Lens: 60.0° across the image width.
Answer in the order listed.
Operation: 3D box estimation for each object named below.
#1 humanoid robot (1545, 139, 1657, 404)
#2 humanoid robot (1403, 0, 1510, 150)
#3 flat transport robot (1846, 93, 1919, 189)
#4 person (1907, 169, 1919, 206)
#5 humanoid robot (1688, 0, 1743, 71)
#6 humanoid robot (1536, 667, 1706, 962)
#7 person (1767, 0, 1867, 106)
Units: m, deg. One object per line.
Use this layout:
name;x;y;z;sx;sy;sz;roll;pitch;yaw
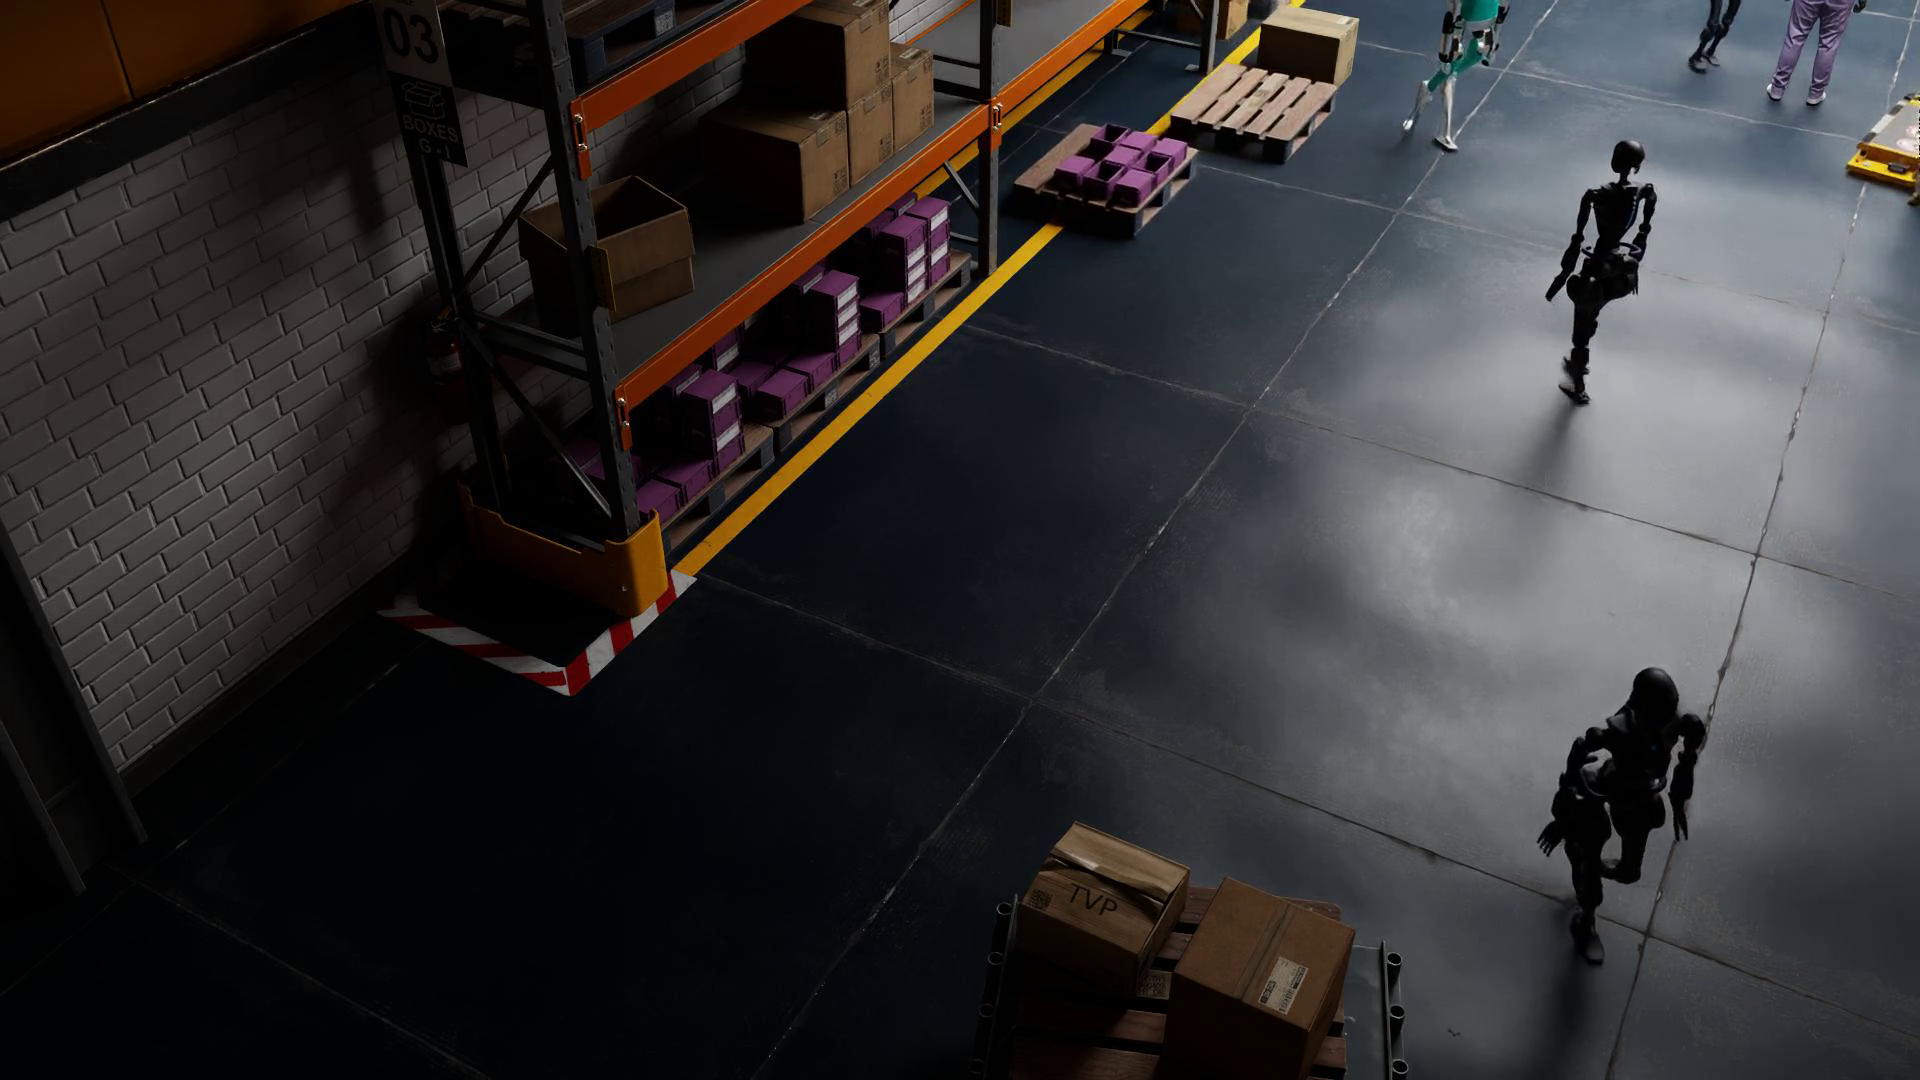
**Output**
humanoid robot;3.901;-1.651;10.167;0.613;1.640;0.522;-12;40;-14
humanoid robot;3.817;-3.850;12.944;0.553;1.891;0.788;-13;40;-15
flat transport robot;7.594;-3.145;13.151;0.659;0.231;1.431;28;46;30
person;7.377;-3.232;11.964;0.375;1.892;0.582;-25;45;-28
humanoid robot;6.597;-4.843;14.156;0.589;1.644;0.383;-4;39;-5
humanoid robot;2.672;1.033;6.815;0.619;1.624;0.548;-4;39;-5
person;7.064;-4.495;13.529;0.650;1.905;0.405;16;41;19
